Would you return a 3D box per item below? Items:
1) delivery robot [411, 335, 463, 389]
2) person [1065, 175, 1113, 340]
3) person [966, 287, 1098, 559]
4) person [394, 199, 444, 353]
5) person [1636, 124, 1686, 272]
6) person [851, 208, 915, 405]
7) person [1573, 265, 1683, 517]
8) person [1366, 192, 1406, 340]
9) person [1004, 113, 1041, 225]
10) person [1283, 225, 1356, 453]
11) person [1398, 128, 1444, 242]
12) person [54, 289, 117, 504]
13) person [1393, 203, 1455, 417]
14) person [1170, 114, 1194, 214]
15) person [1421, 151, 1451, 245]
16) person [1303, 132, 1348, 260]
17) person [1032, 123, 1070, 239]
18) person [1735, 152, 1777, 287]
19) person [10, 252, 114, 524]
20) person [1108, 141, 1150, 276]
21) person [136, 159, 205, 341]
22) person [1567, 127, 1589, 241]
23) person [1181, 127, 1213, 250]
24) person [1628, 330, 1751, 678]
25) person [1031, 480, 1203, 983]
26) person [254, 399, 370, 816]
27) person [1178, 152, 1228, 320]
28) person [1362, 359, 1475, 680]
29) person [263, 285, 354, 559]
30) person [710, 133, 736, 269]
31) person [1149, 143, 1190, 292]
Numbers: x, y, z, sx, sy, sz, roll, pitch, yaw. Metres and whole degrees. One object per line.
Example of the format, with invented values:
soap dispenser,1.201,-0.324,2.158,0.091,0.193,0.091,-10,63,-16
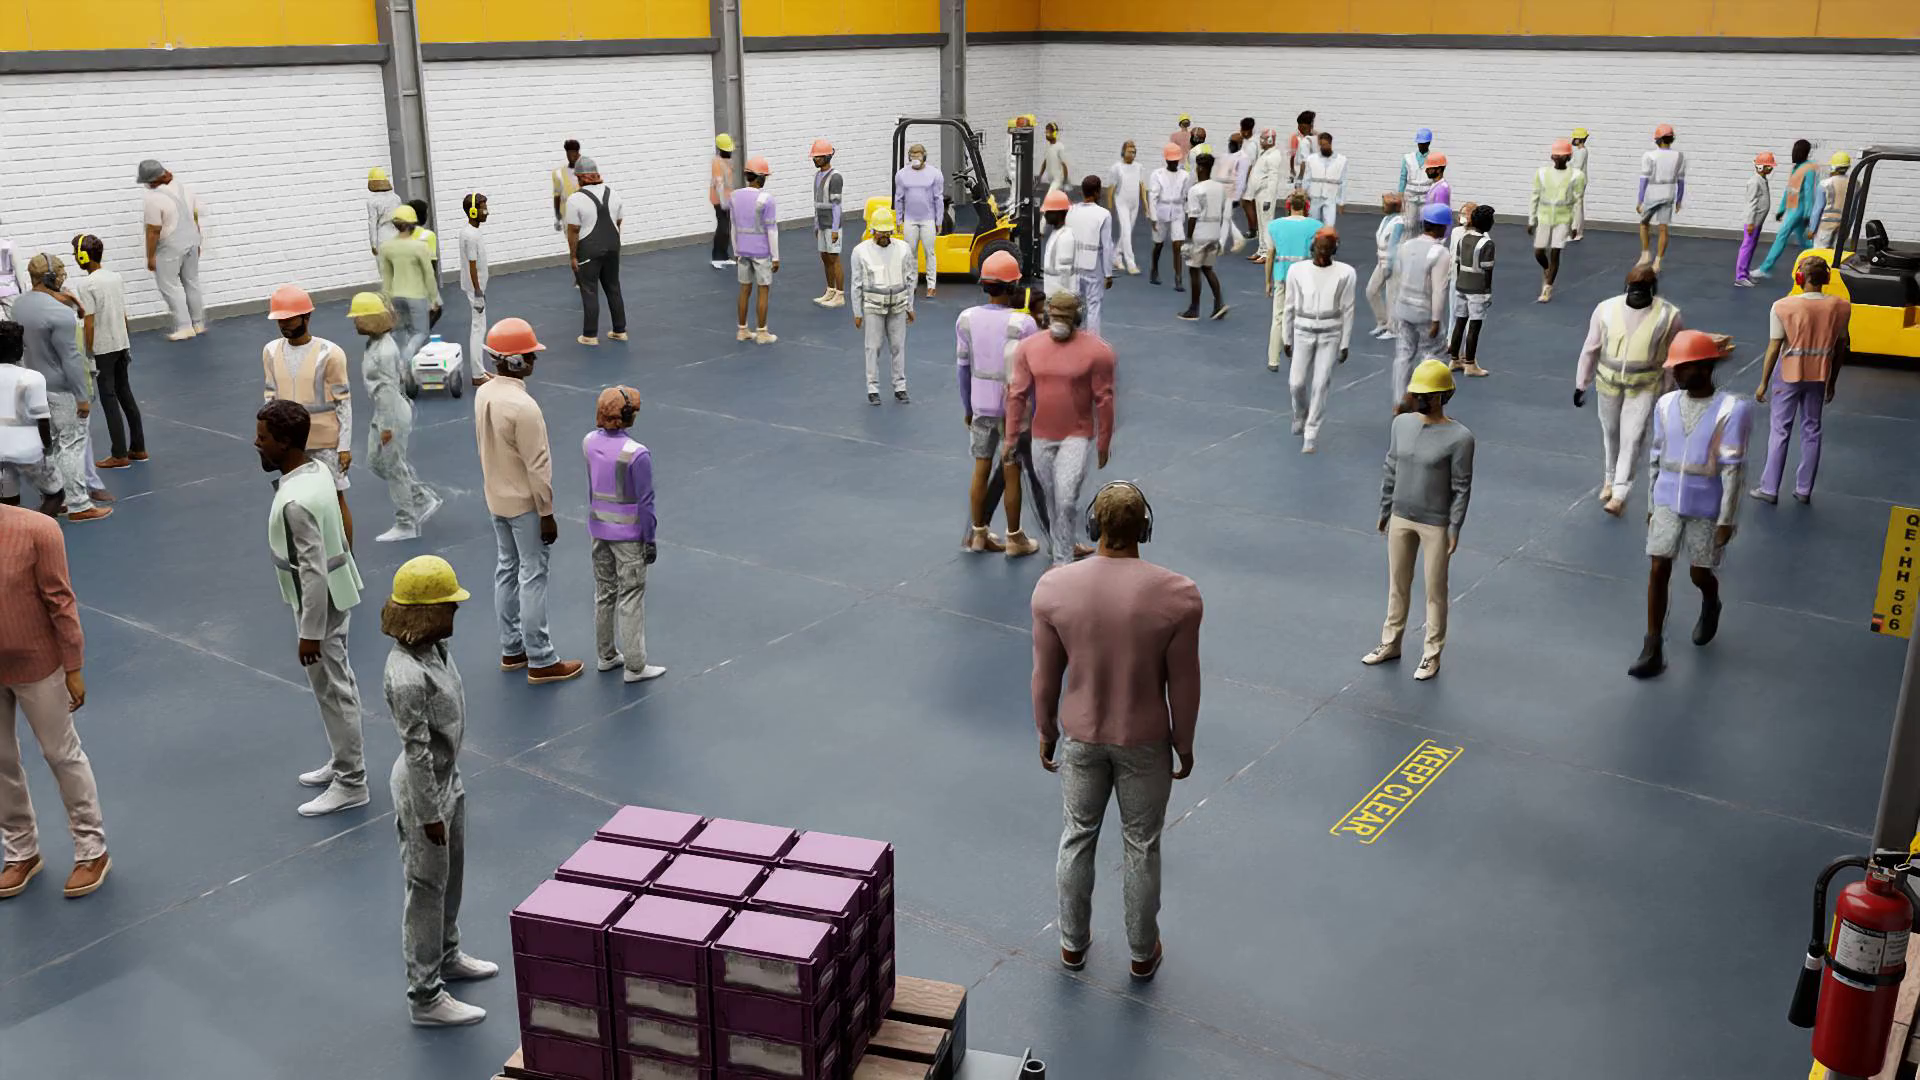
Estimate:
delivery robot,-4.983,-1.710,15.856,0.477,0.478,0.707,-1,18,-4
person,1.310,-2.804,17.226,0.597,1.916,0.371,13,22,34
person,0.454,-0.768,11.015,0.889,1.817,0.523,1,18,2
person,-5.605,-2.664,17.176,0.544,1.679,0.427,7,19,22
person,9.761,-4.781,23.247,0.642,2.013,0.708,1,18,4
person,-0.704,-2.151,15.347,0.603,1.820,0.403,-7,19,-20
person,4.787,-1.081,12.022,0.653,1.793,0.938,12,21,33
person,4.724,-3.009,18.352,0.411,1.624,0.520,-2,18,-8
person,1.006,-6.201,27.937,0.967,1.885,0.593,-10,20,-28
person,2.955,-1.671,13.764,0.570,1.868,0.510,4,18,14
person,6.497,-4.826,23.507,0.614,1.942,0.406,8,19,23
person,-6.599,-1.071,12.333,0.573,1.593,0.560,-2,18,-6
person,4.101,-2.022,14.778,0.436,1.926,0.625,-11,21,-30
person,3.982,-6.730,29.772,0.532,1.756,0.344,-3,18,-9
person,5.661,-3.677,19.948,0.389,1.927,0.547,3,18,10
person,5.251,-4.929,23.966,0.625,1.866,0.877,5,18,16
person,1.492,-5.706,26.474,0.975,1.816,0.495,-7,19,-22
person,10.514,-4.233,21.960,0.329,1.751,0.572,12,21,34
person,-6.373,-1.063,11.772,0.635,1.929,0.382,11,21,31
person,2.322,-4.598,23.003,0.512,1.811,0.849,-10,20,-28
person,-8.761,-3.273,18.495,0.539,2.000,0.829,5,18,16
person,9.754,-5.626,26.316,0.347,1.762,0.526,8,20,25
person,3.568,-5.312,25.195,0.429,1.844,0.625,9,20,26
person,4.035,-0.213,9.168,0.838,1.890,0.566,-16,24,-41
person,0.571,0.724,6.172,0.625,1.933,0.376,5,18,14
person,-2.901,0.302,7.510,0.398,1.920,0.588,-5,18,-15
person,2.867,-3.543,19.496,0.653,1.975,0.427,-15,23,-39
person,2.505,-0.112,9.050,0.317,1.769,0.522,-16,23,-40
person,-4.061,-0.625,10.377,0.548,1.938,0.358,2,18,6
person,-3.326,-4.797,23.538,0.400,1.886,0.666,2,18,7
person,2.722,-4.240,21.787,0.557,1.897,0.915,-1,18,-4
